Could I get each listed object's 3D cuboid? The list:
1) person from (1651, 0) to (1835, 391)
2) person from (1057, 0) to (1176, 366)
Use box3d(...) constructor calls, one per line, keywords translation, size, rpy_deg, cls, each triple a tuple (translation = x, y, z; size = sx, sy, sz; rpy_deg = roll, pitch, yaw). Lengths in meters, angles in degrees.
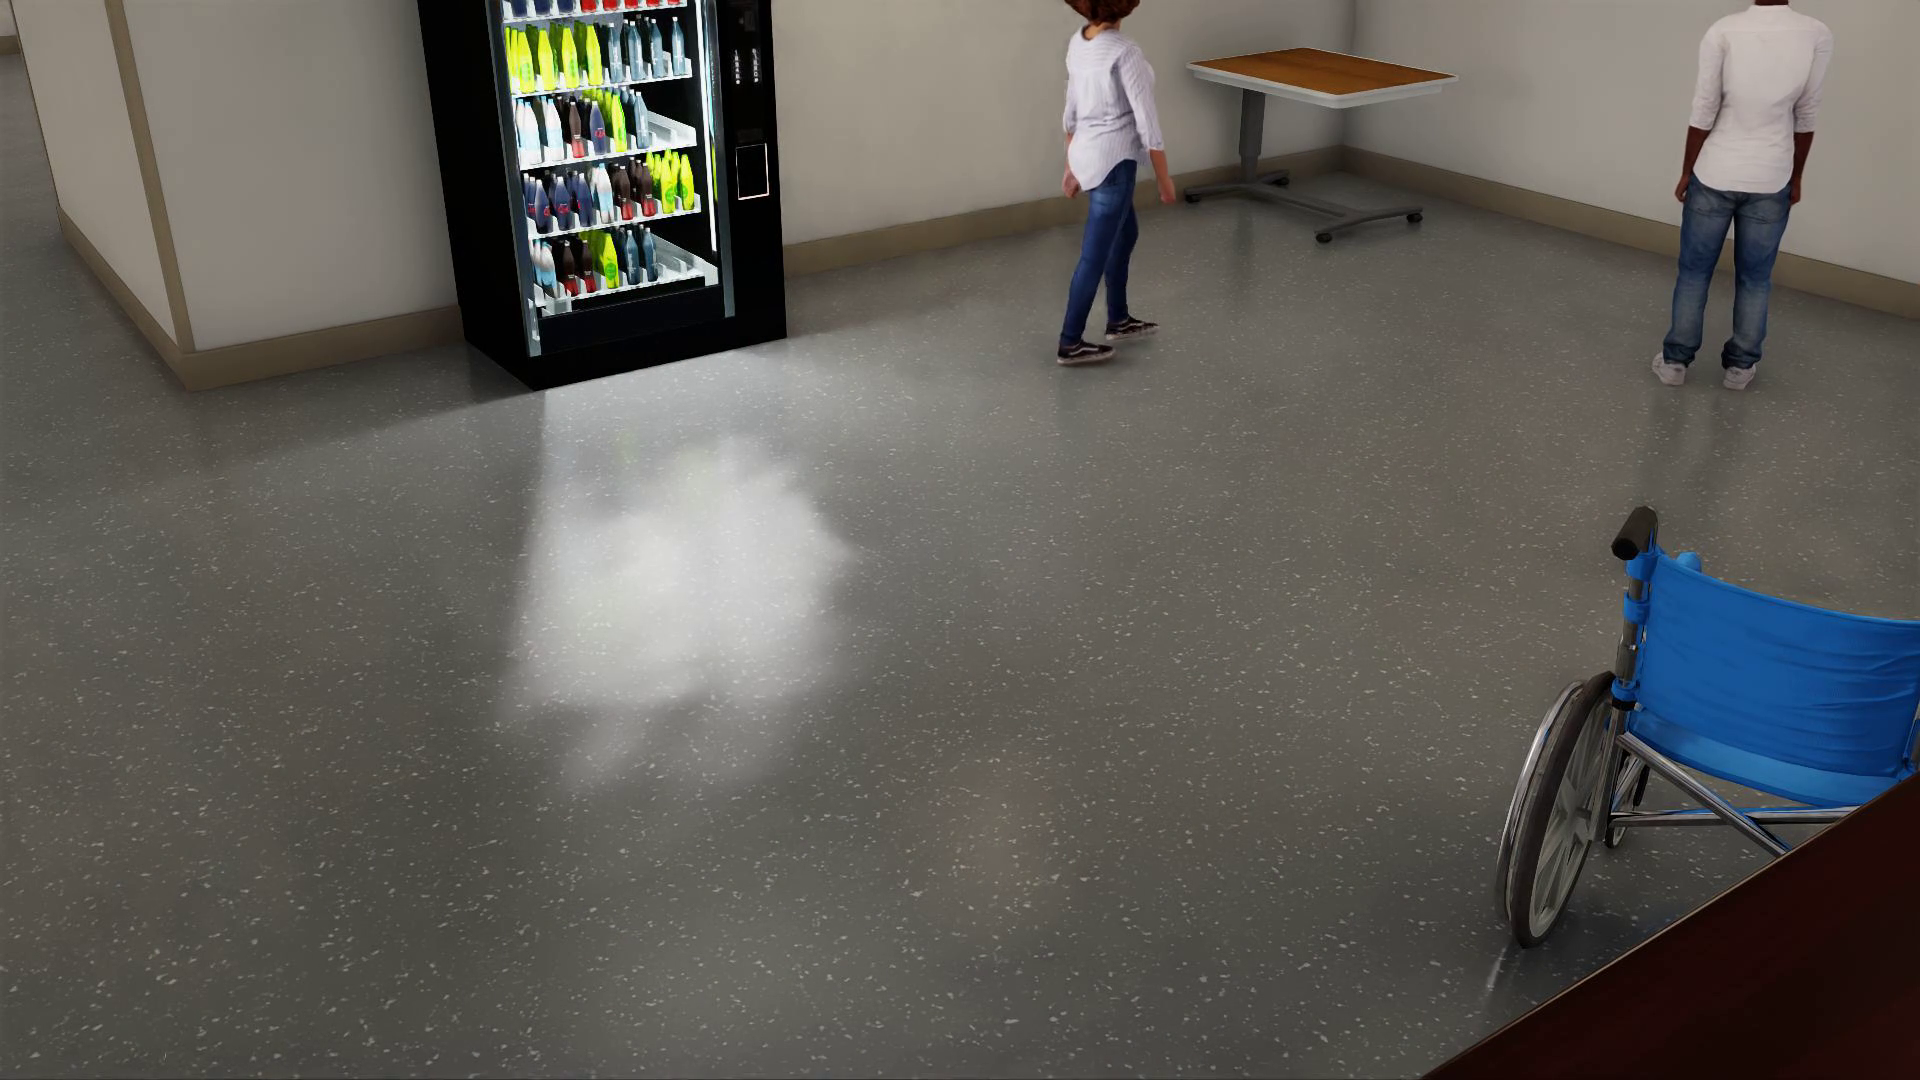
box3d(translation=(3.159, -1.508, 6.718), size=(0.741, 1.816, 0.772), rpy_deg=(9, 27, 18), cls="person")
box3d(translation=(0.524, -1.552, 6.956), size=(0.875, 1.689, 0.745), rpy_deg=(-9, 27, -19), cls="person")
